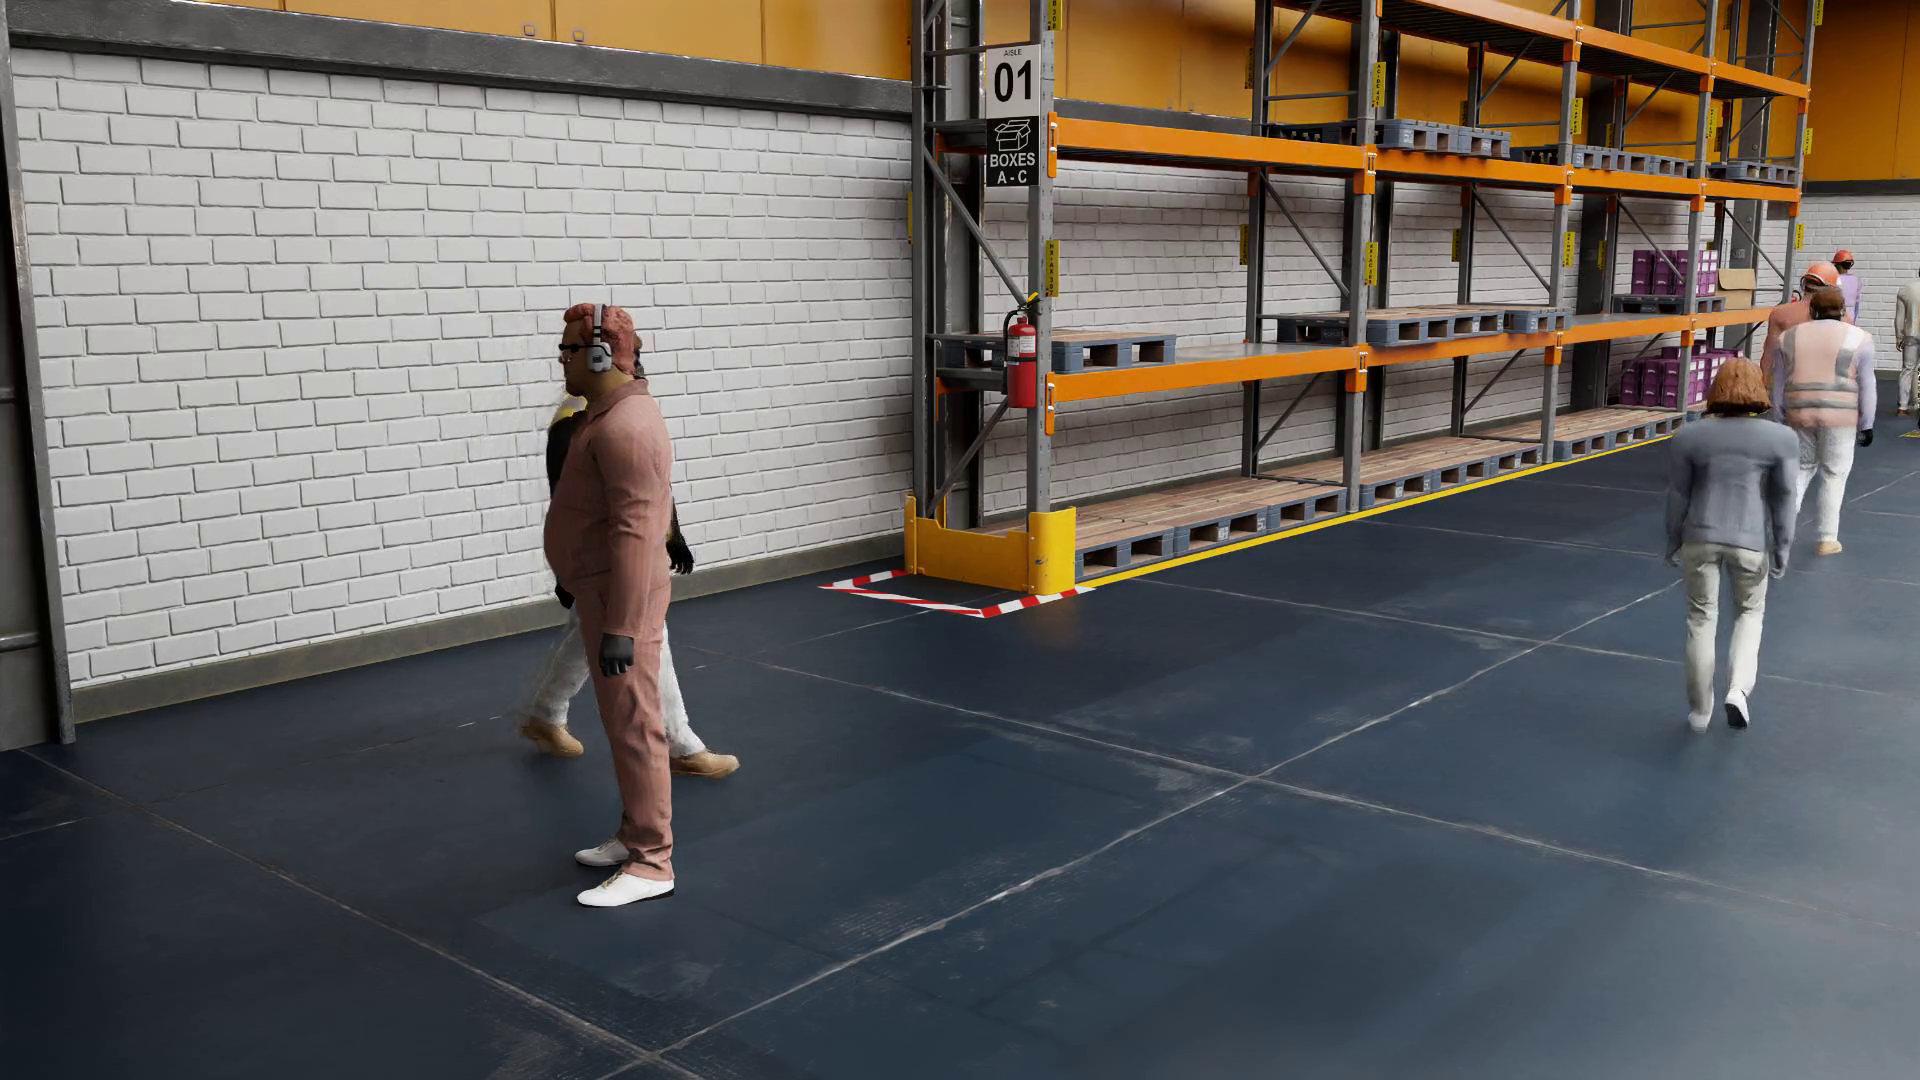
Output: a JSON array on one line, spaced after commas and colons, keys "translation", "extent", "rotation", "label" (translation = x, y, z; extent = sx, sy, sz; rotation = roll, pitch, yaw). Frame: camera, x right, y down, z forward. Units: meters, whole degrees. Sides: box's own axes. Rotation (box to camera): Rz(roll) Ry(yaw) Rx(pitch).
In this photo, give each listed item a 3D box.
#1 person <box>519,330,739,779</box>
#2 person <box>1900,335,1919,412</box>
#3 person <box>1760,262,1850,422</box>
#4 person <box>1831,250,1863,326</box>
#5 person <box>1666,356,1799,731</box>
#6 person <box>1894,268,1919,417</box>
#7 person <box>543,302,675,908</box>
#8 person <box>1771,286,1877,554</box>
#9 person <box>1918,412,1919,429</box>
[{"translation": [-1.382, 0.036, 6.595], "extent": [0.984, 1.801, 0.624], "rotation": [2, 10, 11], "label": "person"}, {"translation": [12.270, -2.543, 21.101], "extent": [0.625, 1.847, 0.465], "rotation": [2, 10, 10], "label": "person"}, {"translation": [6.782, -1.249, 13.404], "extent": [0.630, 1.968, 0.493], "rotation": [3, 10, 18], "label": "person"}, {"translation": [12.682, -3.151, 24.013], "extent": [0.605, 2.045, 0.385], "rotation": [-3, 11, -18], "label": "person"}, {"translation": [3.282, 0.029, 7.119], "extent": [0.508, 1.623, 0.356], "rotation": [5, 11, 26], "label": "person"}, {"translation": [11.800, -2.463, 20.393], "extent": [0.361, 1.938, 0.635], "rotation": [-8, 13, -38], "label": "person"}, {"translation": [-1.112, 0.204, 5.302], "extent": [0.403, 1.906, 0.651], "rotation": [-2, 10, -12], "label": "person"}, {"translation": [5.844, -0.805, 11.296], "extent": [0.474, 1.820, 0.640], "rotation": [-9, 14, -43], "label": "person"}, {"translation": [10.682, -2.018, 17.922], "extent": [0.552, 1.921, 0.762], "rotation": [2, 10, 12], "label": "person"}]
